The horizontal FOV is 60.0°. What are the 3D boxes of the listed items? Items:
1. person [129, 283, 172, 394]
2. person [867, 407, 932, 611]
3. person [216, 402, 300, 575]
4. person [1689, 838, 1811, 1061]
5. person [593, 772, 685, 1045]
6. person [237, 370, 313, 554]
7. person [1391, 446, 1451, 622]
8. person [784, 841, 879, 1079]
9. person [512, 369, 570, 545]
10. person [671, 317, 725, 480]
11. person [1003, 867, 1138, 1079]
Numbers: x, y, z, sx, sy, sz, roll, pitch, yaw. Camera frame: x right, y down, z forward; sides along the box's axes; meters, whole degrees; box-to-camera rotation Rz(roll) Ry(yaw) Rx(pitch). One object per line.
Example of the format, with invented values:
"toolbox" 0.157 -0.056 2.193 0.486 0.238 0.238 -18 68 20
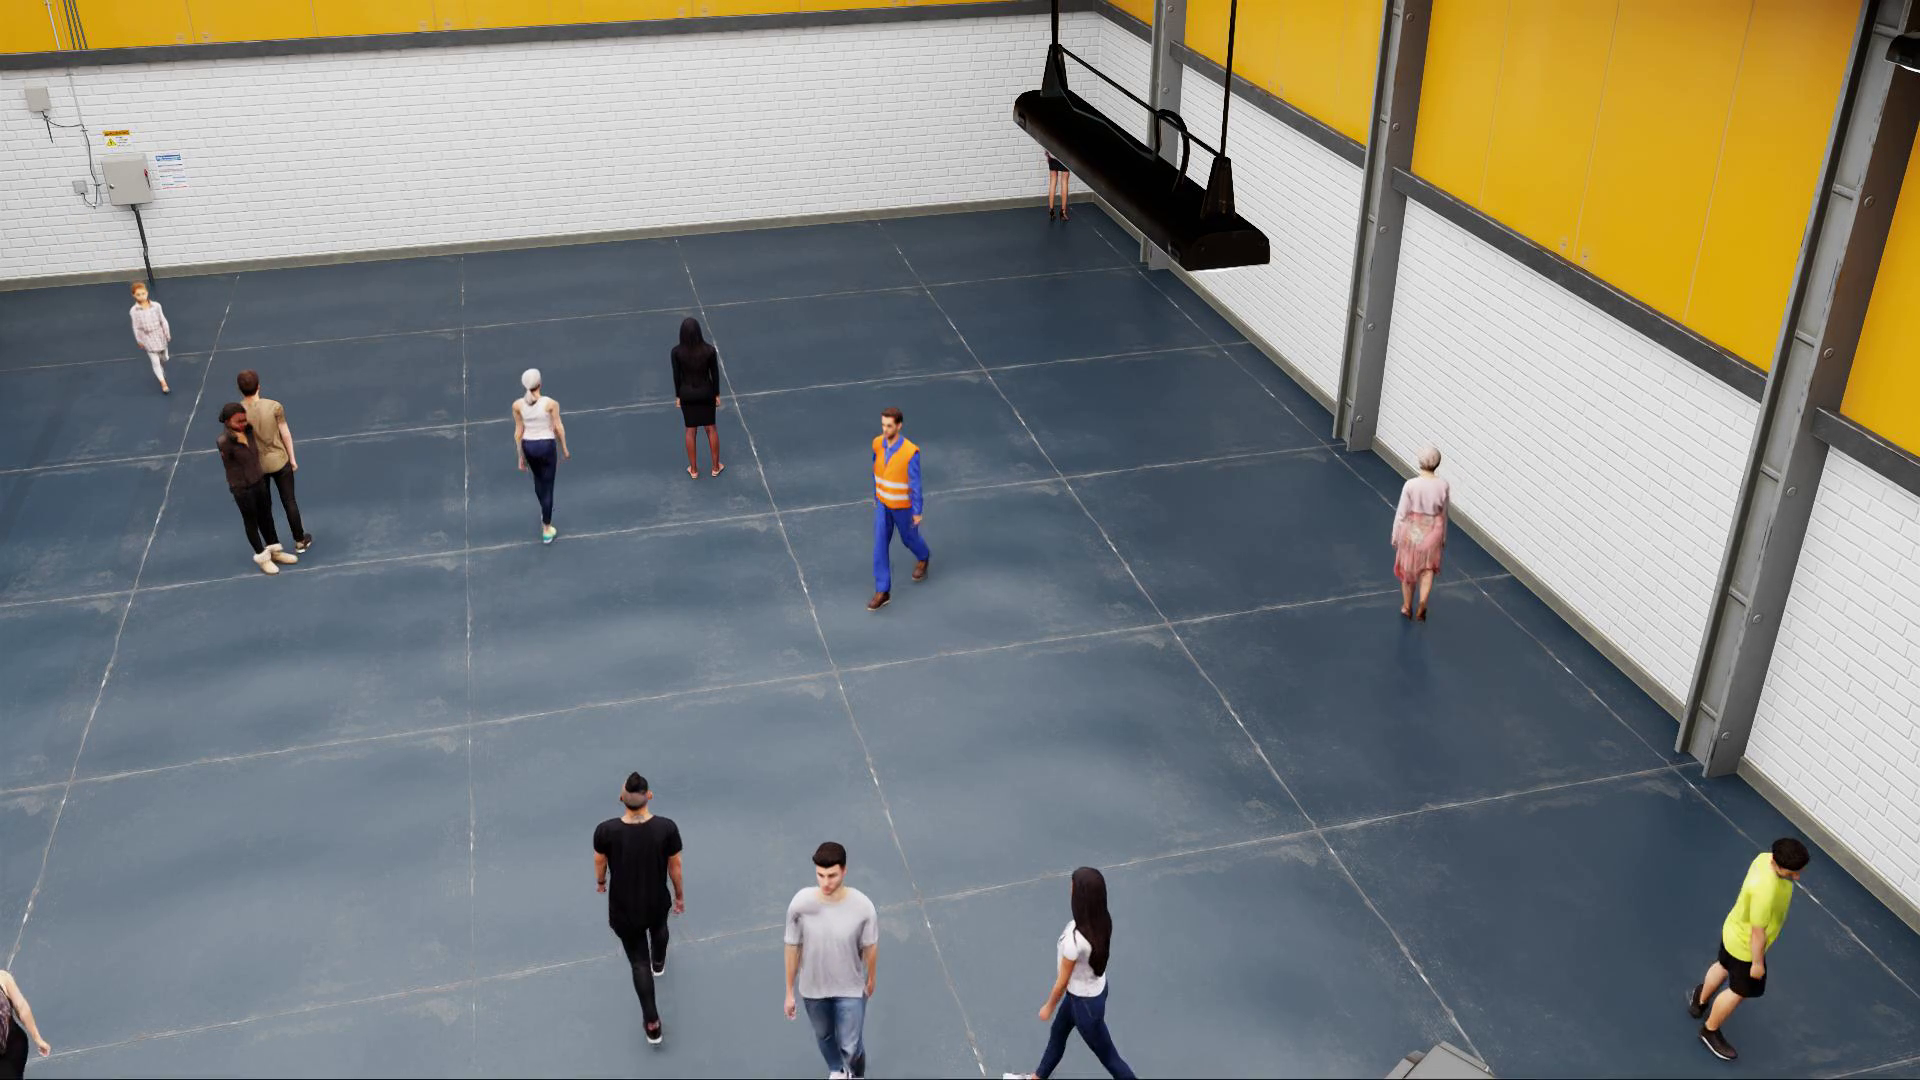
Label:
"person" -9.258 -2.343 19.045 0.715 1.295 0.883 -20 34 -32
"person" -0.514 -0.335 14.809 1.194 1.828 1.270 14 32 24
"person" -6.538 -0.501 15.285 0.769 1.662 0.715 -15 32 -26
"person" 4.719 2.353 10.040 0.935 1.674 0.803 5 29 10
"person" -1.943 2.226 10.117 0.690 1.824 1.124 -7 29 -12
"person" -6.452 -0.719 15.489 0.657 1.851 0.554 -8 30 -14
"person" 3.993 0.001 14.346 0.750 1.681 0.814 3 29 5
"person" -0.718 2.481 9.597 0.788 1.875 0.797 4 29 7
"person" -3.989 -0.762 15.752 0.764 1.674 1.004 2 29 3
"person" -2.683 -1.462 16.985 0.632 1.721 0.519 -4 29 -8
"person" 0.806 2.659 9.424 1.071 1.727 1.159 10 30 17
